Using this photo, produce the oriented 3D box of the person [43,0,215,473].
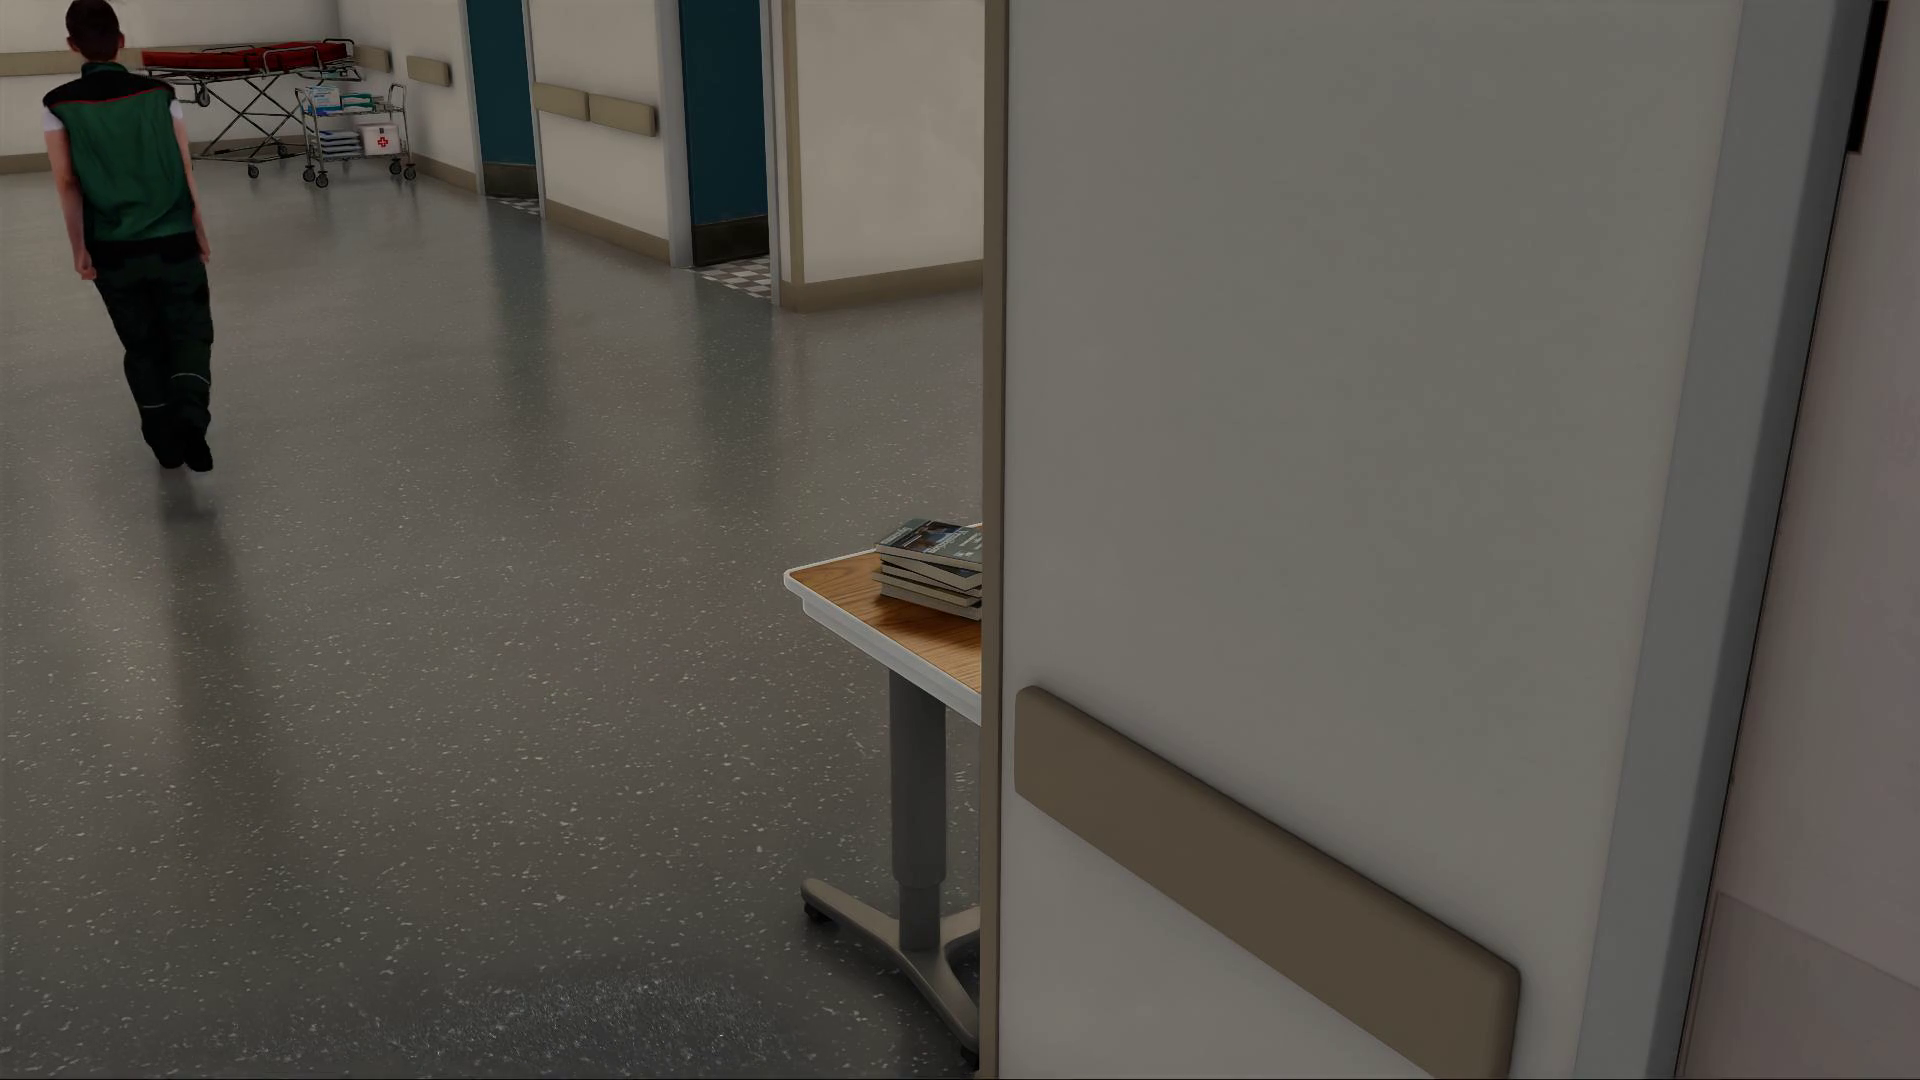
[{"bbox_3d":[-3.112,-1.111,6.354,0.767,1.827,1.013,-9,23,-23],"label":"person"}]
